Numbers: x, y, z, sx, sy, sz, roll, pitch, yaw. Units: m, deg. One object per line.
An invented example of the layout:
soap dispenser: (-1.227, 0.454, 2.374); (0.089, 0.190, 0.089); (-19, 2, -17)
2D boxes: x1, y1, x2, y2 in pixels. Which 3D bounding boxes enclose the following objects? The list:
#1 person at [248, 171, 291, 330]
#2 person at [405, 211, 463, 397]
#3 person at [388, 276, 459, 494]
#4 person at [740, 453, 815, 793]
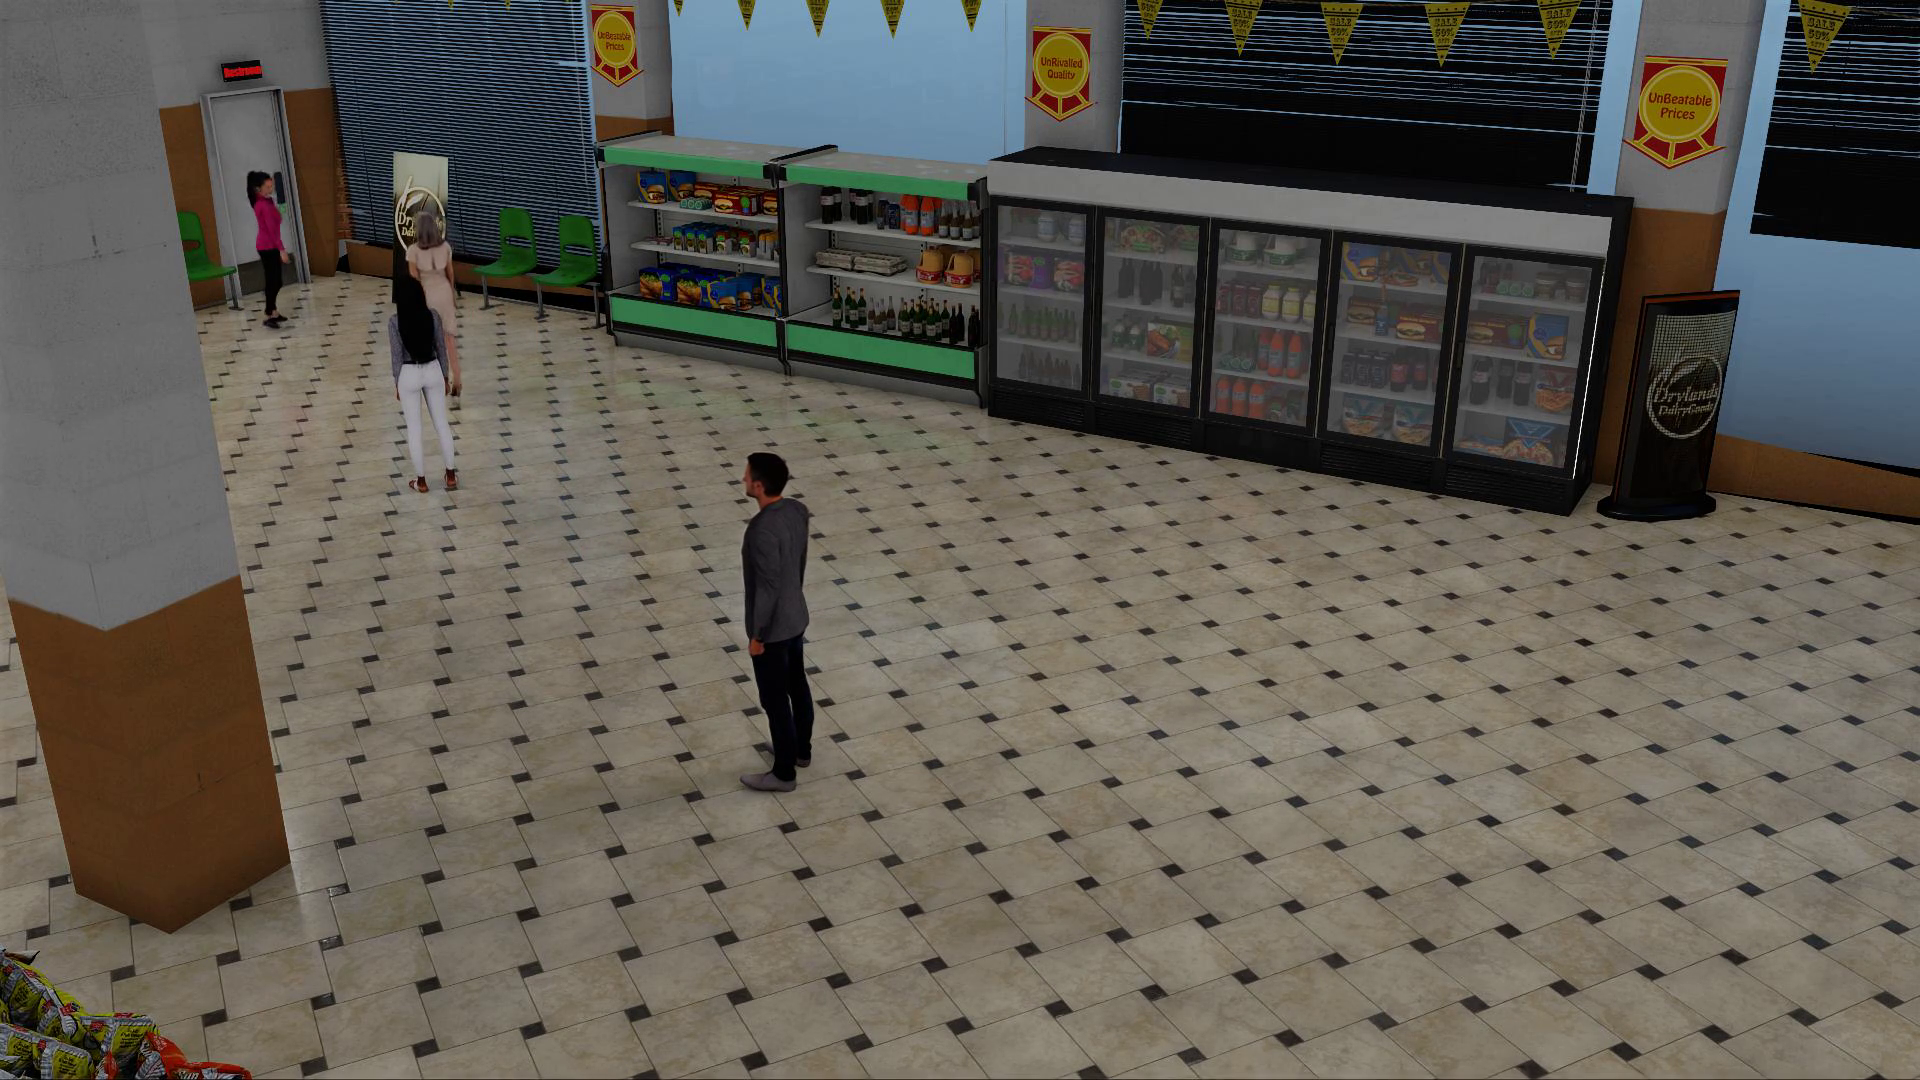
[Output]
person: (-7.407, -3.109, 17.796); (0.743, 1.679, 0.883); (19, 29, 40)
person: (-4.792, -2.122, 15.334); (0.960, 1.685, 1.259); (-15, 26, -32)
person: (-4.228, -1.231, 13.062); (0.670, 1.725, 0.672); (-13, 25, -30)
person: (-0.960, 0.423, 8.746); (0.679, 1.874, 0.738); (7, 23, 16)
